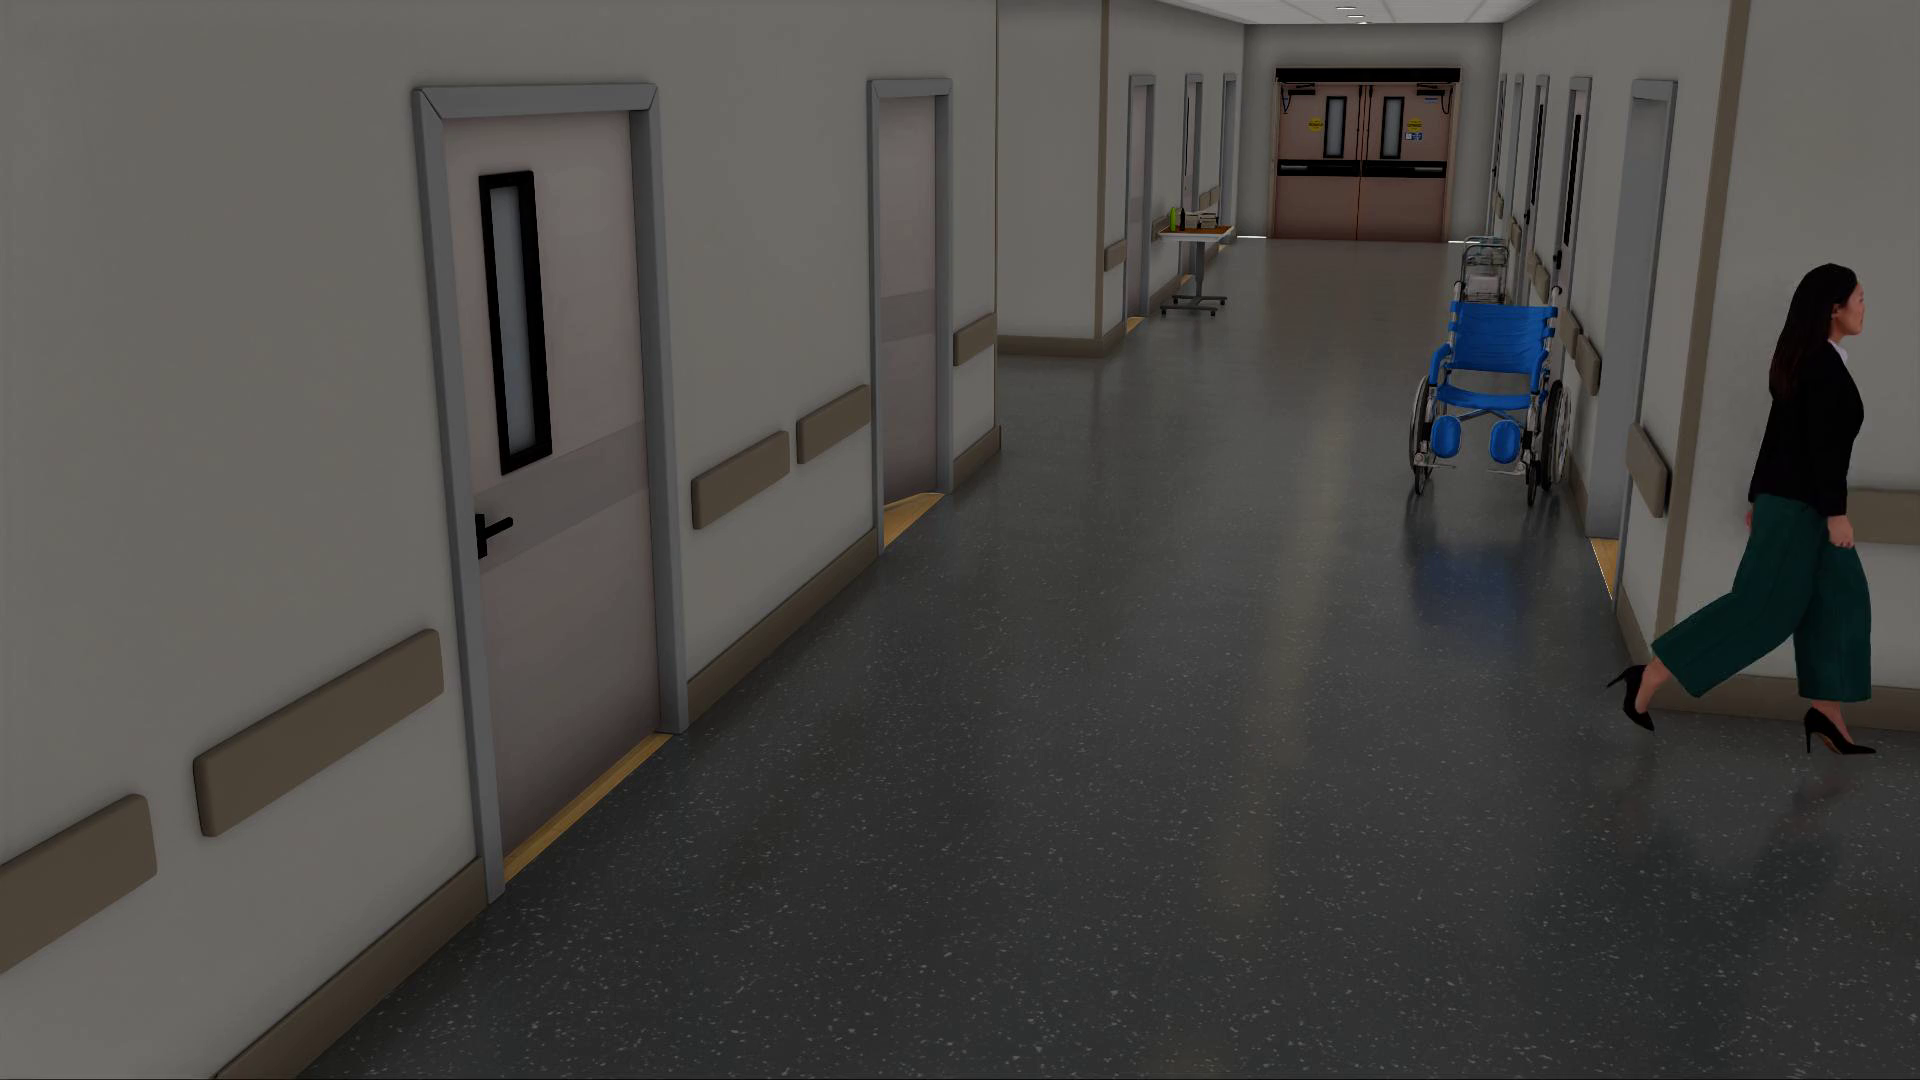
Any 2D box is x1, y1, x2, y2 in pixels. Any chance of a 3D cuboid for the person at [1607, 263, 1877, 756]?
[{"bbox_3d":[2.738,-0.045,5.655,0.689,1.700,1.061,5,17,17],"label":"person"}]
